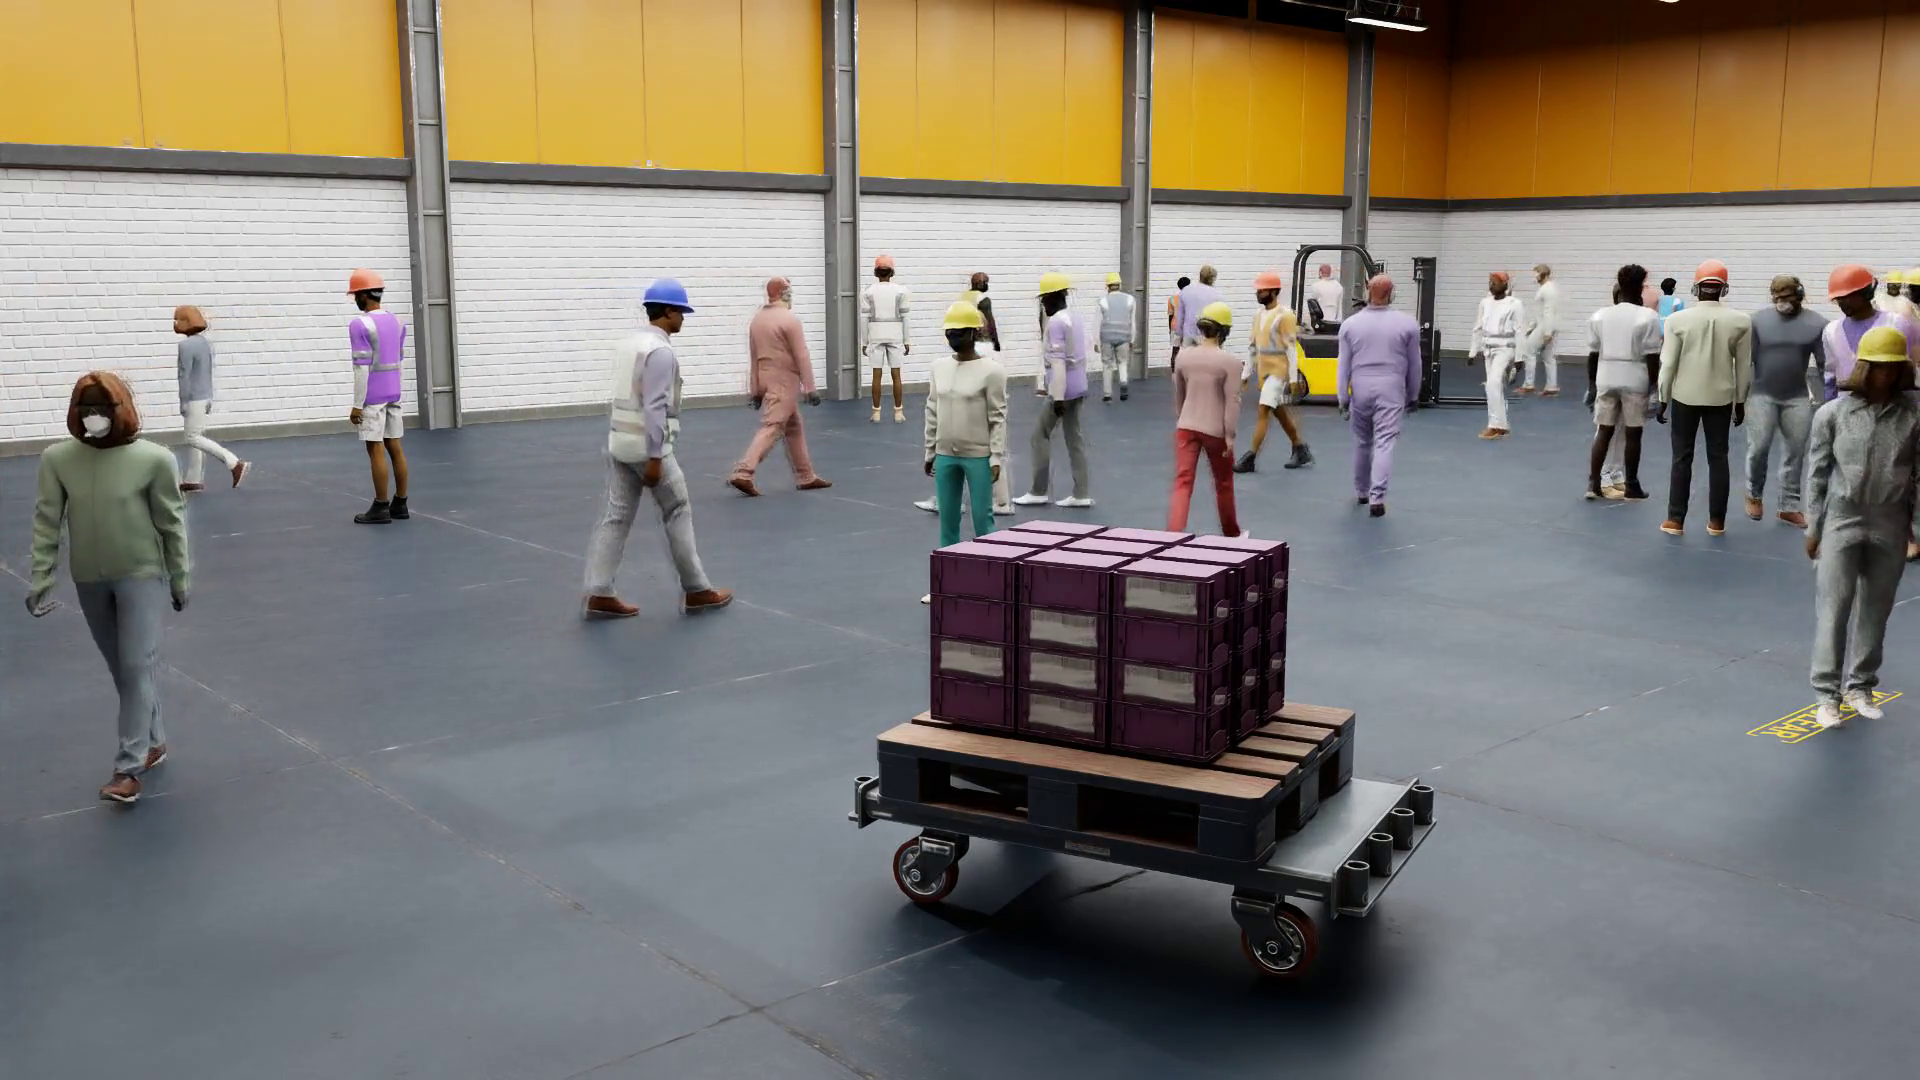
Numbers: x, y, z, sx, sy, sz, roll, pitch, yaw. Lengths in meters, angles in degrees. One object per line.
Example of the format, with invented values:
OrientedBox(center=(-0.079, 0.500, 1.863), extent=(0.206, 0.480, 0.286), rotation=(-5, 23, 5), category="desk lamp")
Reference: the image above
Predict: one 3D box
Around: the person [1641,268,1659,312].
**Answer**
OrientedBox(center=(9.501, -2.895, 23.363), extent=(0.640, 1.877, 0.744), rotation=(-3, 10, -18), category="person")

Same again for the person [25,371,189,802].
OrientedBox(center=(-3.194, 0.177, 6.218), extent=(0.501, 1.596, 0.816), rotation=(0, 10, 0), category="person")

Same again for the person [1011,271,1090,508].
OrientedBox(center=(0.736, -1.202, 13.387), extent=(0.770, 1.890, 0.626), rotation=(4, 11, 23), category="person")

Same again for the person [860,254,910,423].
OrientedBox(center=(-0.907, -2.439, 20.204), extent=(0.607, 2.047, 0.366), rotation=(-1, 10, -3), category="person")

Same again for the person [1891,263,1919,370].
OrientedBox(center=(10.025, -1.946, 17.334), extent=(0.729, 2.000, 0.716), rotation=(-5, 11, -28), category="person")

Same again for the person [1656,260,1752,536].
OrientedBox(center=(5.384, -1.024, 12.069), extent=(0.624, 1.992, 0.390), rotation=(2, 10, 10), category="person")

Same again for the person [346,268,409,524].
OrientedBox(center=(-4.429, -1.086, 12.606), extent=(0.359, 1.936, 0.544), rotation=(3, 10, 17), category="person")

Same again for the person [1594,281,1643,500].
OrientedBox(center=(5.555, -1.270, 13.959), extent=(0.429, 1.845, 0.621), rotation=(9, 13, 41), category="person")

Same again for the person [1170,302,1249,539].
OrientedBox(center=(1.660, -0.726, 11.129), extent=(0.535, 1.717, 0.895), rotation=(6, 12, 33), category="person")

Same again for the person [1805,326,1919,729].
OrientedBox(center=(3.930, -0.058, 7.196), extent=(0.489, 1.742, 0.382), rotation=(2, 10, 13), category="person")

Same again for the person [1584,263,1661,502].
OrientedBox(center=(5.469, -1.286, 13.711), extent=(0.392, 1.972, 0.626), rotation=(-8, 13, -41), category="person")

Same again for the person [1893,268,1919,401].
OrientedBox(center=(9.678, -1.815, 16.984), extent=(0.596, 1.915, 0.424), rotation=(-9, 13, -44), category="person")

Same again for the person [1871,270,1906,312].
OrientedBox(center=(12.994, -2.845, 23.235), extent=(0.589, 1.827, 0.403), rotation=(3, 10, 16), category="person")

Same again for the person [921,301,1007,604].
OrientedBox(center=(0.019, -0.485, 9.580), extent=(0.524, 1.770, 0.315), rotation=(6, 11, 30), category="person")

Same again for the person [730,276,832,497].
OrientedBox(center=(-1.553, -1.308, 14.139), extent=(1.003, 1.864, 0.641), rotation=(-6, 11, -32), category="person")

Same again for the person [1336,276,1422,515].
OrientedBox(center=(3.332, -1.155, 13.236), extent=(0.636, 1.859, 1.011), rotation=(4, 10, 22), category="person")

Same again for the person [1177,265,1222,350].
OrientedBox(center=(3.137, -2.675, 22.023), extent=(0.698, 1.904, 0.381), rotation=(9, 13, 44), category="person")

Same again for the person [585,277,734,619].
OrientedBox(center=(-1.701, -0.507, 9.306), extent=(0.920, 1.893, 0.617), rotation=(-6, 11, -31), category="person")

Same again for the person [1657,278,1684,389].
OrientedBox(center=(10.748, -3.143, 25.353), extent=(0.535, 1.694, 0.321), rotation=(7, 12, 36), category="person")

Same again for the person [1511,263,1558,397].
OrientedBox(center=(8.279, -3.011, 23.927), extent=(0.752, 1.912, 0.621), rotation=(4, 10, 21), category="person")

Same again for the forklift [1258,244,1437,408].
OrientedBox(center=(5.256, -2.933, 22.661), extent=(2.313, 2.155, 1.214), rotation=(3, 10, 16), category="forklift")

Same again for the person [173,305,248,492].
OrientedBox(center=(-6.466, -1.198, 14.199), extent=(0.629, 1.610, 0.509), rotation=(-1, 10, -4), category="person")

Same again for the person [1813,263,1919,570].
OrientedBox(center=(5.950, -0.803, 10.819), extent=(0.935, 1.990, 0.662), rotation=(-6, 11, -31), category="person")

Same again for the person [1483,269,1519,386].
OrientedBox(center=(8.339, -3.232, 25.519), extent=(0.507, 1.824, 0.722), rotation=(-5, 11, -27), category="person")

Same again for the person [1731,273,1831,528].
OrientedBox(center=(6.136, -1.032, 12.400), extent=(0.796, 1.900, 0.459), rotation=(2, 10, 13), category="person")

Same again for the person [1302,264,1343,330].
OrientedBox(center=(6.069, -3.696, 28.013), extent=(0.655, 1.891, 0.503), rotation=(-5, 11, -27), category="person")

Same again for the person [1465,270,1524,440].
OrientedBox(center=(5.866, -2.037, 18.372), extent=(0.682, 1.859, 0.588), rotation=(-4, 11, -23), category="person")

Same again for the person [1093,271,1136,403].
OrientedBox(center=(2.115, -2.761, 22.754), extent=(0.602, 1.814, 0.503), rotation=(-1, 10, -8), category="person")

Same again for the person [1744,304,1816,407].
OrientedBox(center=(10.936, -2.518, 22.016), extent=(0.508, 1.601, 0.866), rotation=(-9, 13, -44), category="person")

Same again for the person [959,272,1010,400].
OrientedBox(center=(0.330, -2.660, 22.217), extent=(0.941, 1.796, 0.639), rotation=(-5, 11, -28), category="person")

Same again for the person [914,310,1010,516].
OrientedBox(center=(0.032, -0.981, 12.945), extent=(0.816, 1.597, 0.538), rotation=(3, 10, 15), category="person")

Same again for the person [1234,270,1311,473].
OrientedBox(center=(2.961, -1.583, 15.655), extent=(0.972, 1.896, 0.561), rotation=(-4, 10, -22), category="person")

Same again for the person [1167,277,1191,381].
OrientedBox(center=(3.608, -3.402, 26.886), extent=(0.532, 1.694, 0.320), rotation=(4, 11, 23), category="person")

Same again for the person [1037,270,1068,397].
OrientedBox(center=(1.373, -2.992, 24.106), extent=(0.548, 1.815, 0.965), rotation=(7, 12, 34), category="person")
